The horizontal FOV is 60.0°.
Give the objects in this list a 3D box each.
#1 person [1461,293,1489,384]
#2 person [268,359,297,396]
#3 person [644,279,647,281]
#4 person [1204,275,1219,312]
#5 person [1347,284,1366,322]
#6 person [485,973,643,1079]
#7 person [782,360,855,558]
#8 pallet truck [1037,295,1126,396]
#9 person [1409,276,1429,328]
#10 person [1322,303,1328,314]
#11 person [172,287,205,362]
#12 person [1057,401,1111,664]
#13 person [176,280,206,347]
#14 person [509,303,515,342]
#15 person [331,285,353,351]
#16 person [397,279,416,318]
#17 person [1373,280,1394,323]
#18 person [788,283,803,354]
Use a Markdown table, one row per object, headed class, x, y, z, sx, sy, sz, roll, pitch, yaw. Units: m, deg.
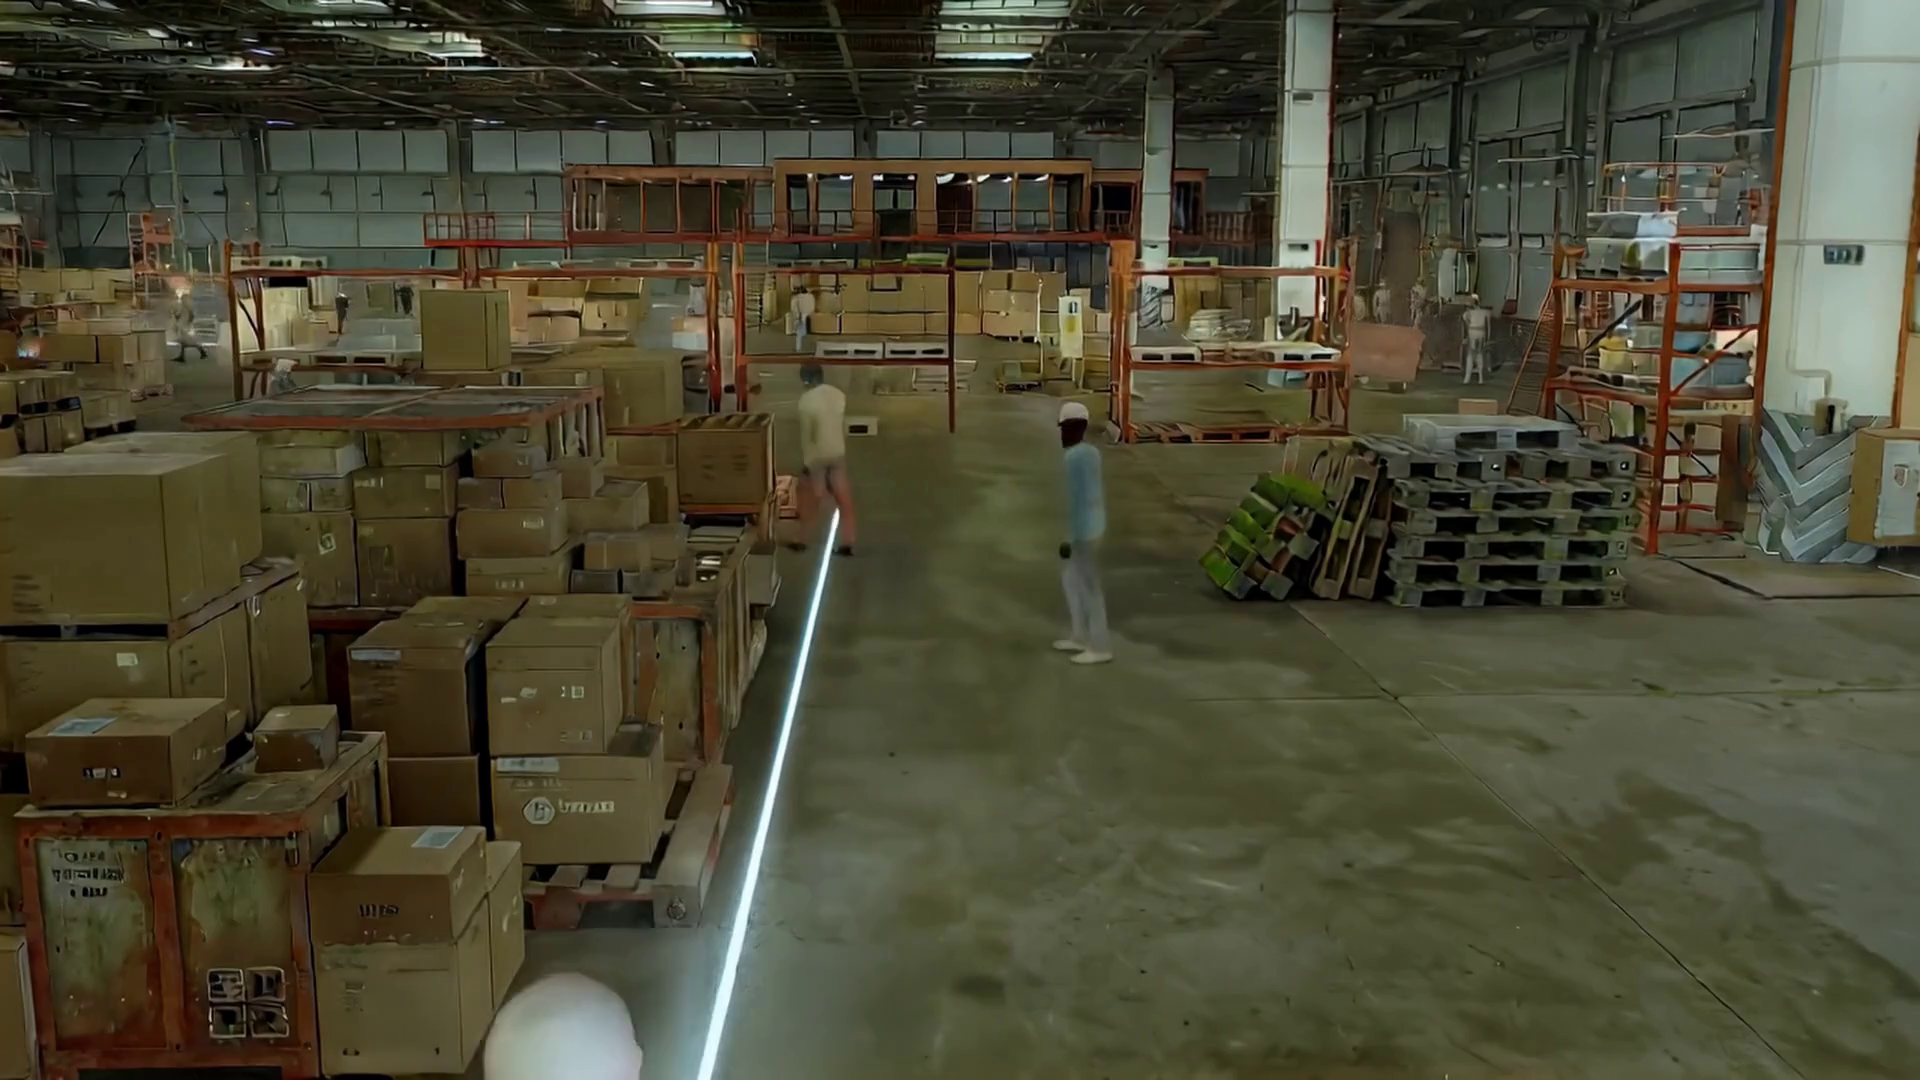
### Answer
| class | x | y | z | sx | sy | sz | roll | pitch | yaw |
| --- | --- | --- | --- | --- | --- | --- | --- | --- | --- |
| person | 11.034 | -4.322 | 35.687 | 0.551 | 1.935 | 0.375 | 1 | 10 | 5 |
| person | -8.252 | -1.395 | 20.324 | 0.519 | 1.650 | 0.520 | 2 | 10 | 12 |
| person | -10.113 | -7.498 | 53.634 | 0.508 | 1.847 | 0.345 | 5 | 11 | 24 |
| person | 10.810 | -10.782 | 71.545 | 0.612 | 1.986 | 0.407 | 3 | 11 | 17 |
| person | 11.291 | -6.358 | 47.298 | 0.429 | 1.841 | 0.633 | -8 | 13 | -38 |
| person | -0.599 | 1.601 | 2.741 | 0.544 | 1.925 | 0.448 | 0 | 10 | -1 |
| person | -1.372 | -0.794 | 16.110 | 0.907 | 1.893 | 0.733 | 9 | 13 | 41 |
| pallet truck | 2.483 | -3.881 | 33.060 | 1.885 | 1.965 | 0.823 | -7 | 13 | -36 |
| person | 14.896 | -7.598 | 53.937 | 0.610 | 1.939 | 0.417 | 1 | 10 | 8 |
| person | 8.638 | -5.130 | 40.516 | 0.633 | 1.820 | 0.699 | 6 | 12 | 32 |
| person | -19.516 | -5.441 | 41.989 | 0.574 | 1.909 | 0.720 | 6 | 12 | 32 |
| person | 0.904 | -0.052 | 12.060 | 0.448 | 1.879 | 0.639 | 1 | 10 | 8 |
| person | -22.107 | -6.484 | 47.755 | 0.970 | 1.916 | 0.621 | 1 | 10 | 5 |
| person | -10.839 | -4.995 | 39.487 | 0.591 | 1.917 | 0.379 | 4 | 11 | 21 |
| person | -17.137 | -6.105 | 45.924 | 0.556 | 1.821 | 0.979 | 4 | 11 | 23 |
| person | -17.544 | -7.343 | 52.745 | 0.532 | 1.857 | 0.535 | -2 | 10 | -10 |
| person | 13.035 | -7.075 | 51.206 | 0.608 | 1.880 | 1.001 | 3 | 11 | 18 |
| person | -4.385 | -5.871 | 44.354 | 0.371 | 1.933 | 0.626 | -4 | 11 | -20 |
